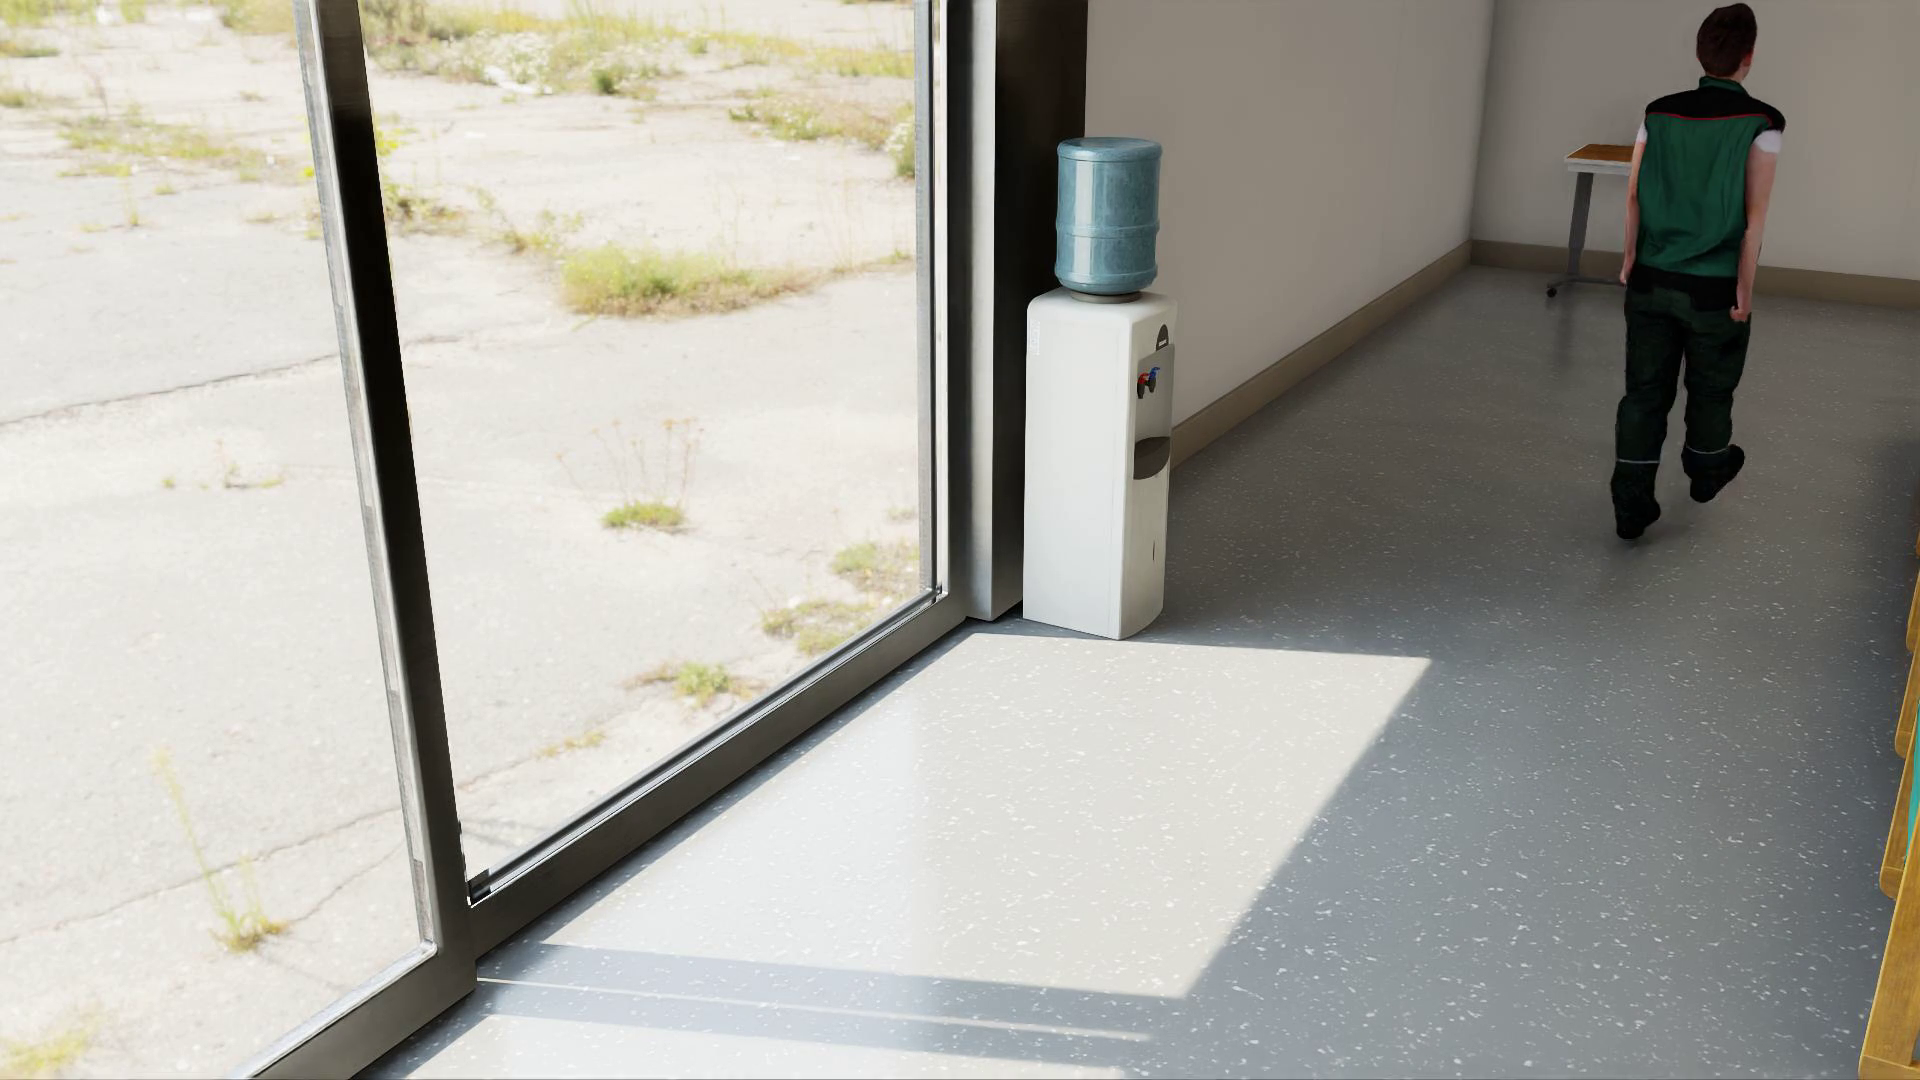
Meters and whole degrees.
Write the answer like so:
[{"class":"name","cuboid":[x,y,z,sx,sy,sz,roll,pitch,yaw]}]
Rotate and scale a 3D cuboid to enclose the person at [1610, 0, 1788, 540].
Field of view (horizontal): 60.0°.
[{"class":"person","cuboid":[2.479,-0.872,5.730,1.012,1.813,0.855,17,27,38]}]
